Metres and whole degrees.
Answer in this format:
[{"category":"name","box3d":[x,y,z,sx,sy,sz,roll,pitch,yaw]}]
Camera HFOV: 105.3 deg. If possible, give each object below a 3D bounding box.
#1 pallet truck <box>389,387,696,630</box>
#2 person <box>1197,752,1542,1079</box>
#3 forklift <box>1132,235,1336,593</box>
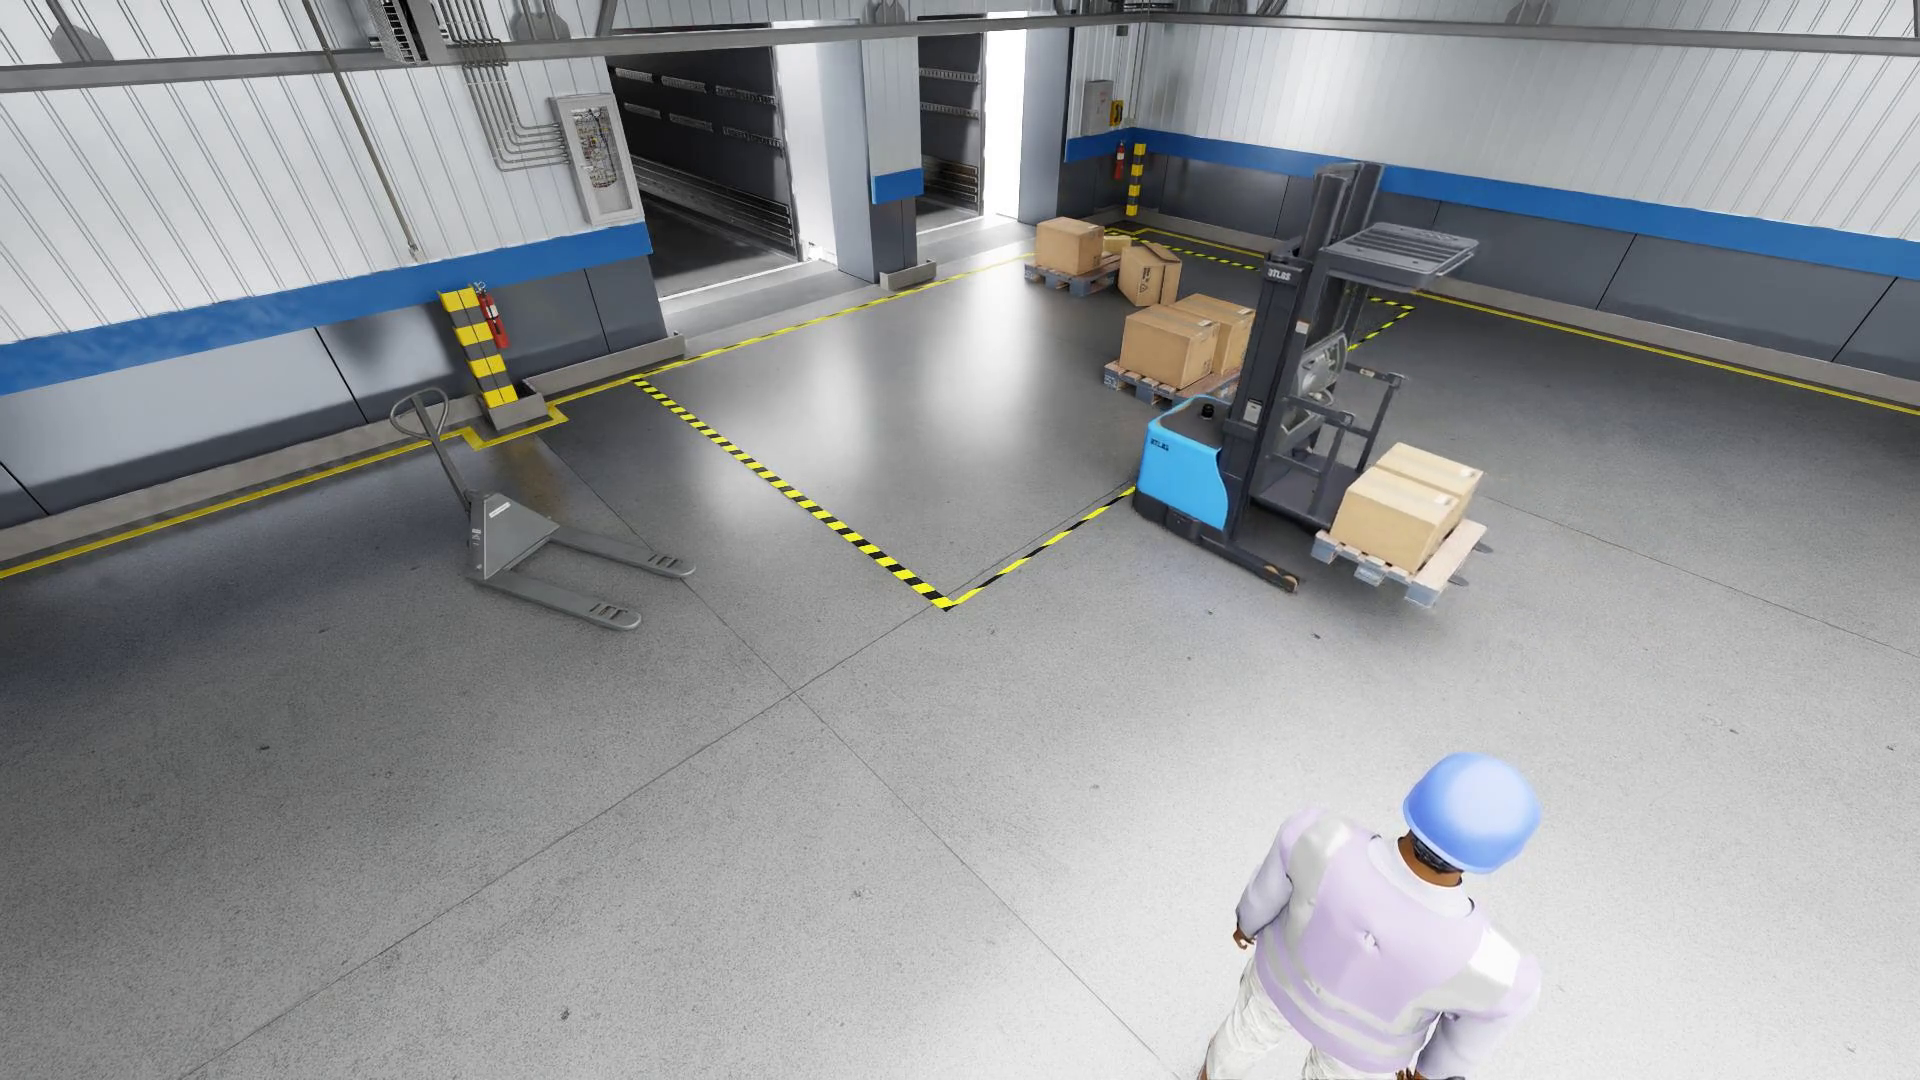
[{"category":"pallet truck","box3d":[-2.613,-0.247,4.593,1.601,1.201,0.680,14,40,17]},{"category":"person","box3d":[1.066,1.255,2.069,0.392,1.945,0.617,-30,47,-33]},{"category":"forklift","box3d":[1.838,-0.964,4.866,0.716,2.013,0.776,-31,47,-33]}]
